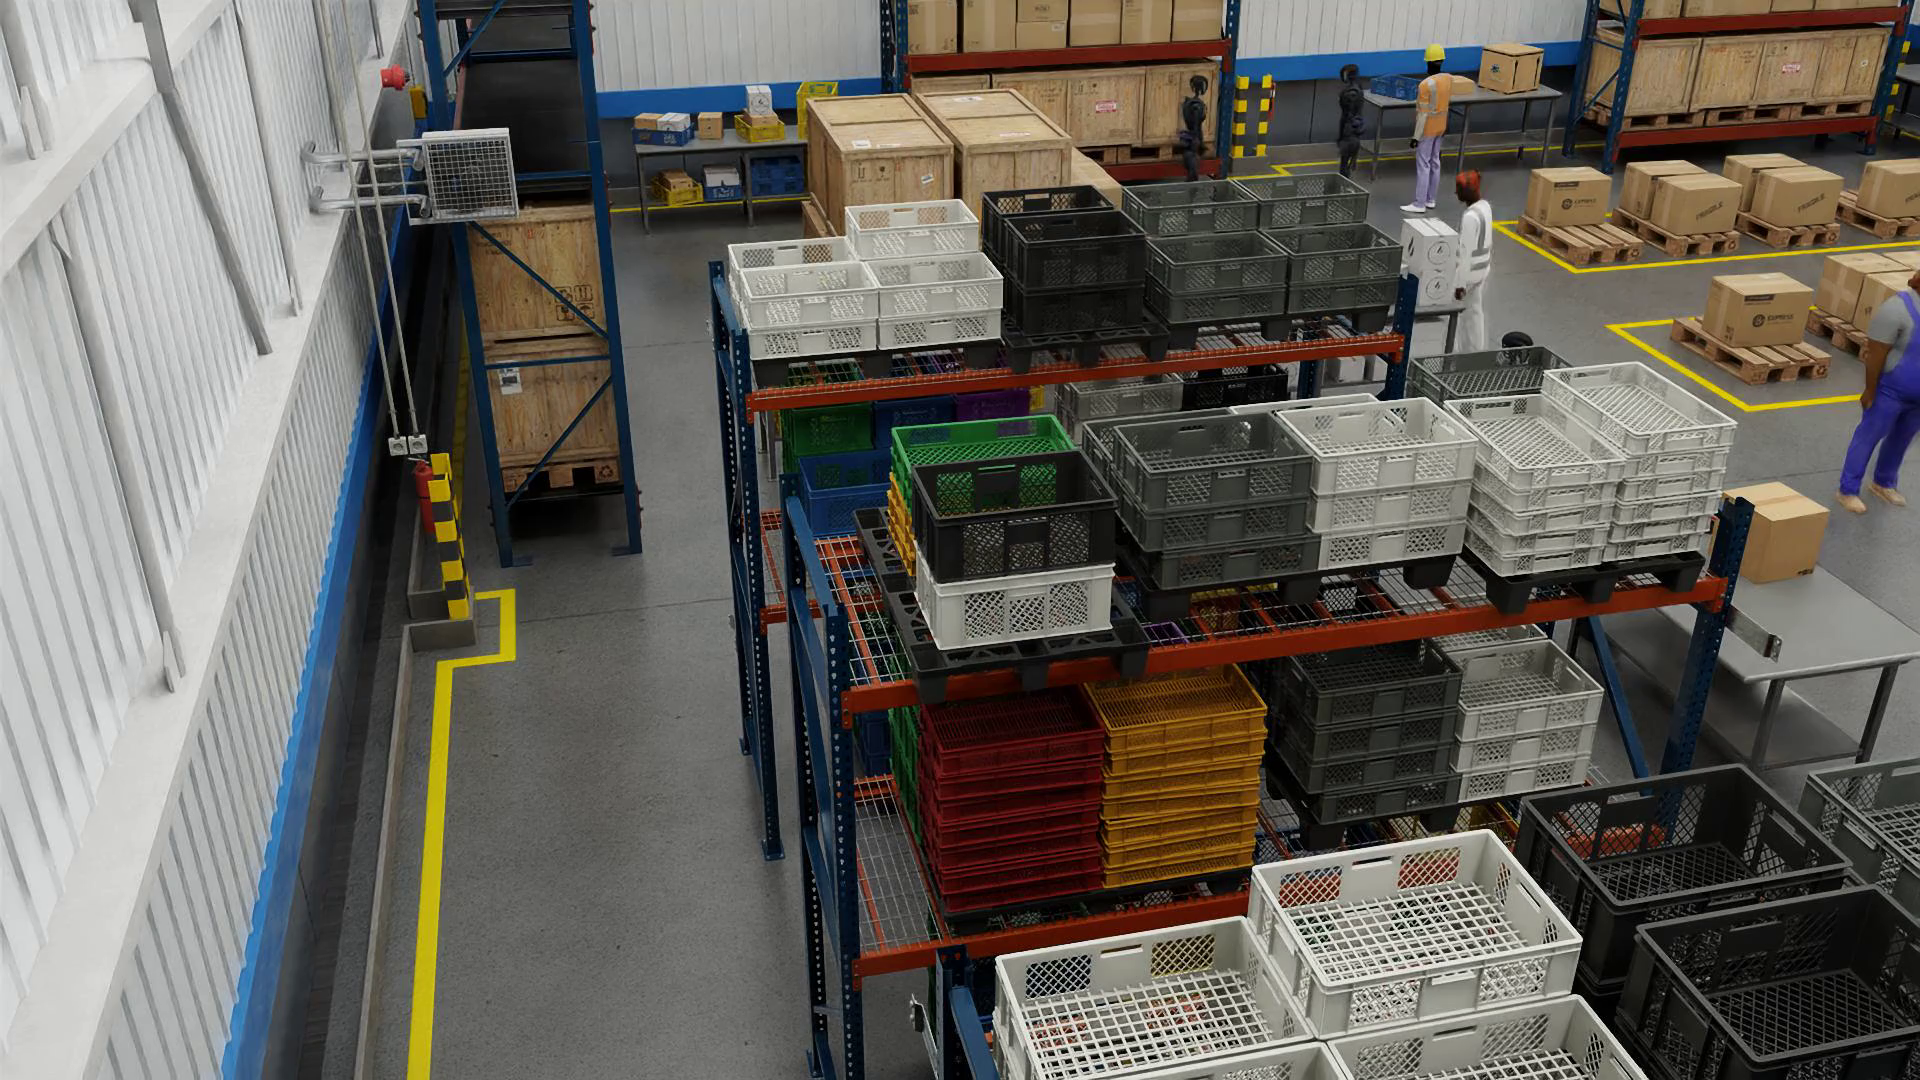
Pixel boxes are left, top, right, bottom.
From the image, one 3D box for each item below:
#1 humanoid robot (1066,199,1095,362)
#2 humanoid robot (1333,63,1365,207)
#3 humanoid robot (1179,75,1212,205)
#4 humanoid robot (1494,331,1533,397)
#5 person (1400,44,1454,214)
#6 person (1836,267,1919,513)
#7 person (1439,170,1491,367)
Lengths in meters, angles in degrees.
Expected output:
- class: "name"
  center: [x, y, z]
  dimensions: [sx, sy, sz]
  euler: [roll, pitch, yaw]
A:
- class: "humanoid robot"
  center: [1.088, -2.268, 14.835]
  dimensions: [0.599, 1.651, 0.339]
  euler: [-23, 35, -37]
- class: "humanoid robot"
  center: [4.565, -4.776, 19.589]
  dimensions: [0.376, 1.634, 0.614]
  euler: [3, 28, 6]
- class: "humanoid robot"
  center: [2.700, -4.460, 18.993]
  dimensions: [0.406, 1.651, 0.651]
  euler: [3, 28, 5]
- class: "humanoid robot"
  center: [3.850, -0.715, 11.891]
  dimensions: [0.342, 1.651, 0.568]
  euler: [8, 29, 15]
- class: "person"
  center: [5.434, -4.765, 19.313]
  dimensions: [0.587, 1.923, 0.379]
  euler: [-23, 35, -37]
- class: "person"
  center: [7.053, -1.168, 12.365]
  dimensions: [0.688, 2.000, 0.536]
  euler: [-8, 29, -16]
- class: "person"
  center: [4.515, -2.390, 14.875]
  dimensions: [0.615, 1.853, 0.715]
  euler: [14, 31, 25]
